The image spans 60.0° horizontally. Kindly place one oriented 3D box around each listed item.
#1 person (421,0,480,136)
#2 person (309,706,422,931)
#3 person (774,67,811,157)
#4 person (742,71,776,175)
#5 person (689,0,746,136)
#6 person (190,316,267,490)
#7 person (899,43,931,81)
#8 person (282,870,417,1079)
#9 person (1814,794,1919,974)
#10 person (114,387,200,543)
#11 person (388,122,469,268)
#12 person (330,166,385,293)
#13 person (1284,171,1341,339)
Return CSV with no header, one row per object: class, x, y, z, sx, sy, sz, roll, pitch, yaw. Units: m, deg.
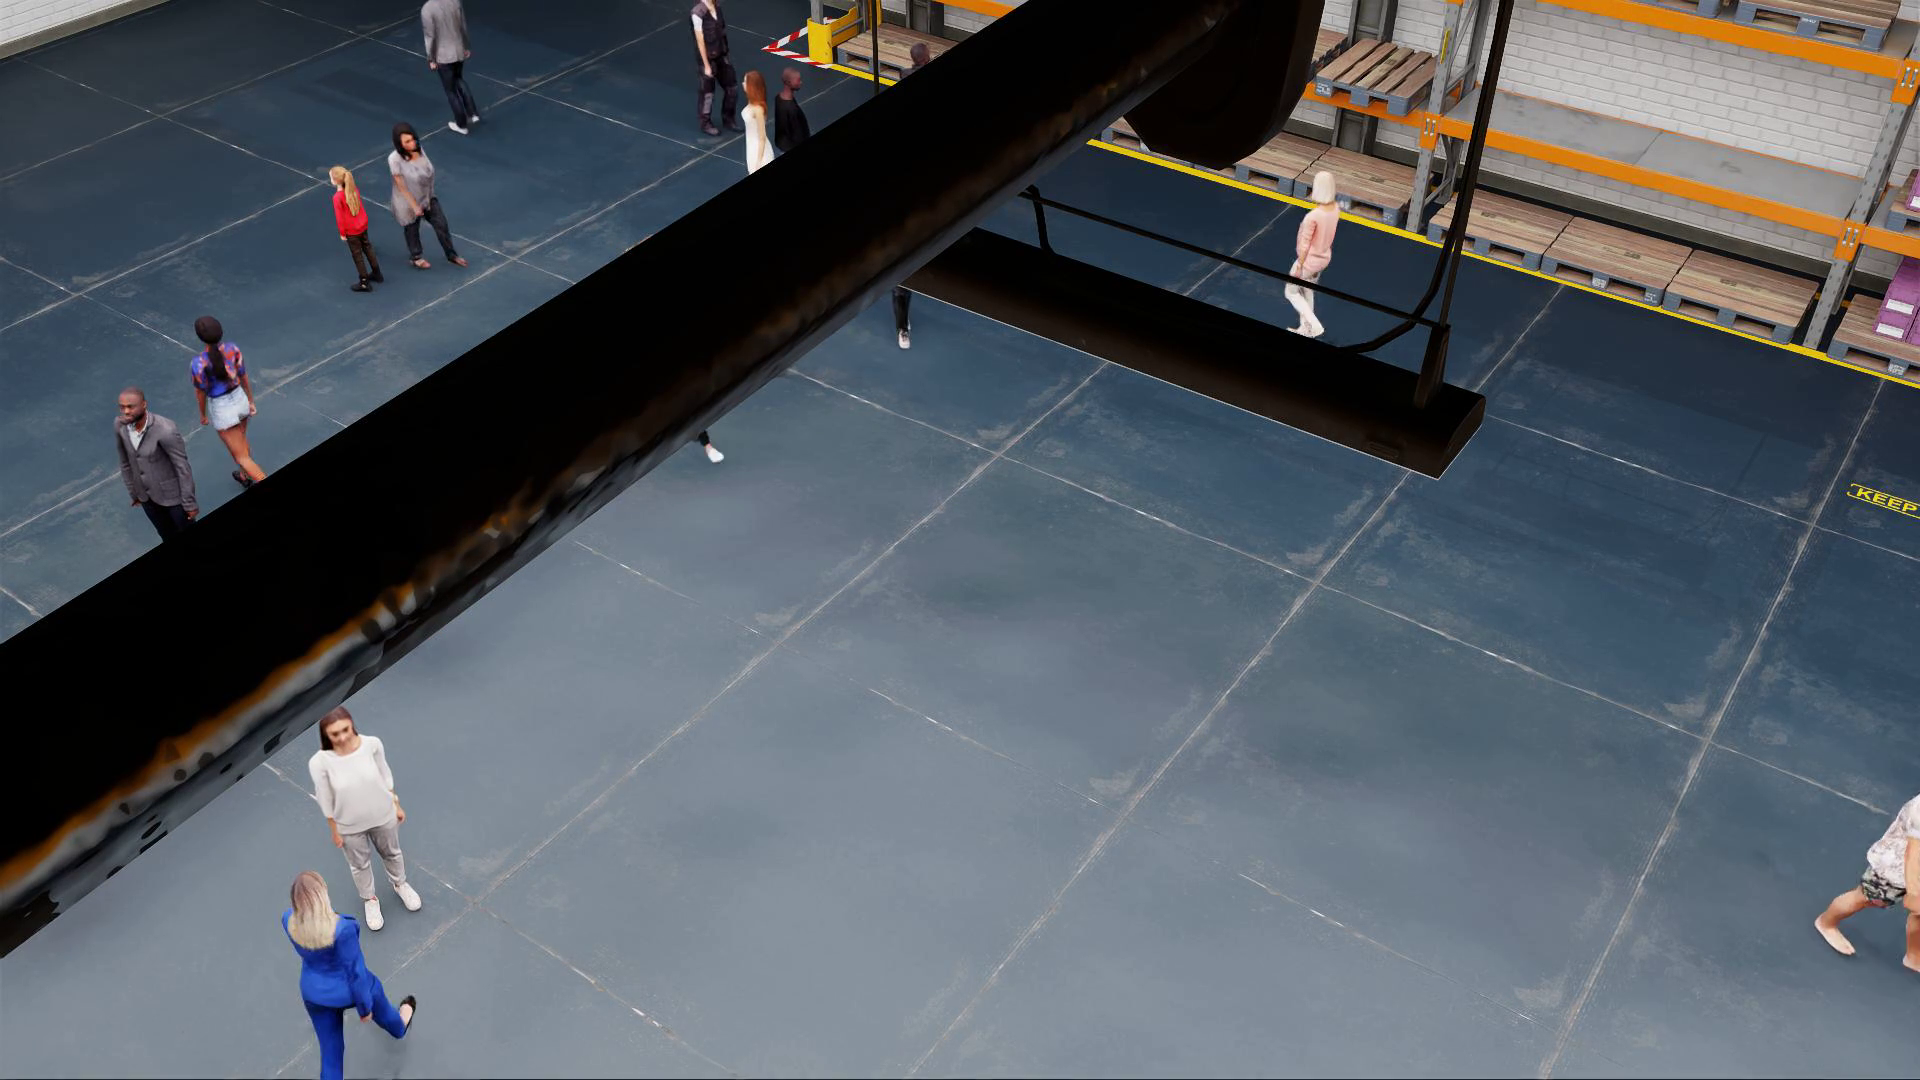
person,-5.716,-5.470,18.788,0.635,1.865,0.703,27,46,29
person,-3.601,1.645,10.022,0.664,1.685,0.643,-24,44,-27
person,-1.733,-3.980,17.018,0.733,1.747,0.614,-19,42,-22
person,-2.045,-3.999,17.069,0.710,1.712,0.648,-7,39,-8
person,-2.887,-5.471,18.819,0.707,1.828,0.654,25,45,28
person,-5.781,-0.979,13.287,1.091,1.712,0.578,23,44,26
person,-0.398,-4.293,17.337,0.529,1.836,0.766,28,46,30
person,-3.378,2.518,8.950,1.106,1.660,0.985,8,39,10
person,5.479,1.809,9.740,0.929,1.782,1.095,-20,43,-23
person,-5.941,-0.367,12.433,0.673,1.821,0.851,9,39,11
person,-5.443,-3.396,16.425,0.875,1.573,0.677,19,42,22
person,-5.908,-3.049,16.225,0.553,1.280,0.539,11,40,14
person,3.291,-2.527,15.227,0.678,1.709,0.745,-29,47,-32
